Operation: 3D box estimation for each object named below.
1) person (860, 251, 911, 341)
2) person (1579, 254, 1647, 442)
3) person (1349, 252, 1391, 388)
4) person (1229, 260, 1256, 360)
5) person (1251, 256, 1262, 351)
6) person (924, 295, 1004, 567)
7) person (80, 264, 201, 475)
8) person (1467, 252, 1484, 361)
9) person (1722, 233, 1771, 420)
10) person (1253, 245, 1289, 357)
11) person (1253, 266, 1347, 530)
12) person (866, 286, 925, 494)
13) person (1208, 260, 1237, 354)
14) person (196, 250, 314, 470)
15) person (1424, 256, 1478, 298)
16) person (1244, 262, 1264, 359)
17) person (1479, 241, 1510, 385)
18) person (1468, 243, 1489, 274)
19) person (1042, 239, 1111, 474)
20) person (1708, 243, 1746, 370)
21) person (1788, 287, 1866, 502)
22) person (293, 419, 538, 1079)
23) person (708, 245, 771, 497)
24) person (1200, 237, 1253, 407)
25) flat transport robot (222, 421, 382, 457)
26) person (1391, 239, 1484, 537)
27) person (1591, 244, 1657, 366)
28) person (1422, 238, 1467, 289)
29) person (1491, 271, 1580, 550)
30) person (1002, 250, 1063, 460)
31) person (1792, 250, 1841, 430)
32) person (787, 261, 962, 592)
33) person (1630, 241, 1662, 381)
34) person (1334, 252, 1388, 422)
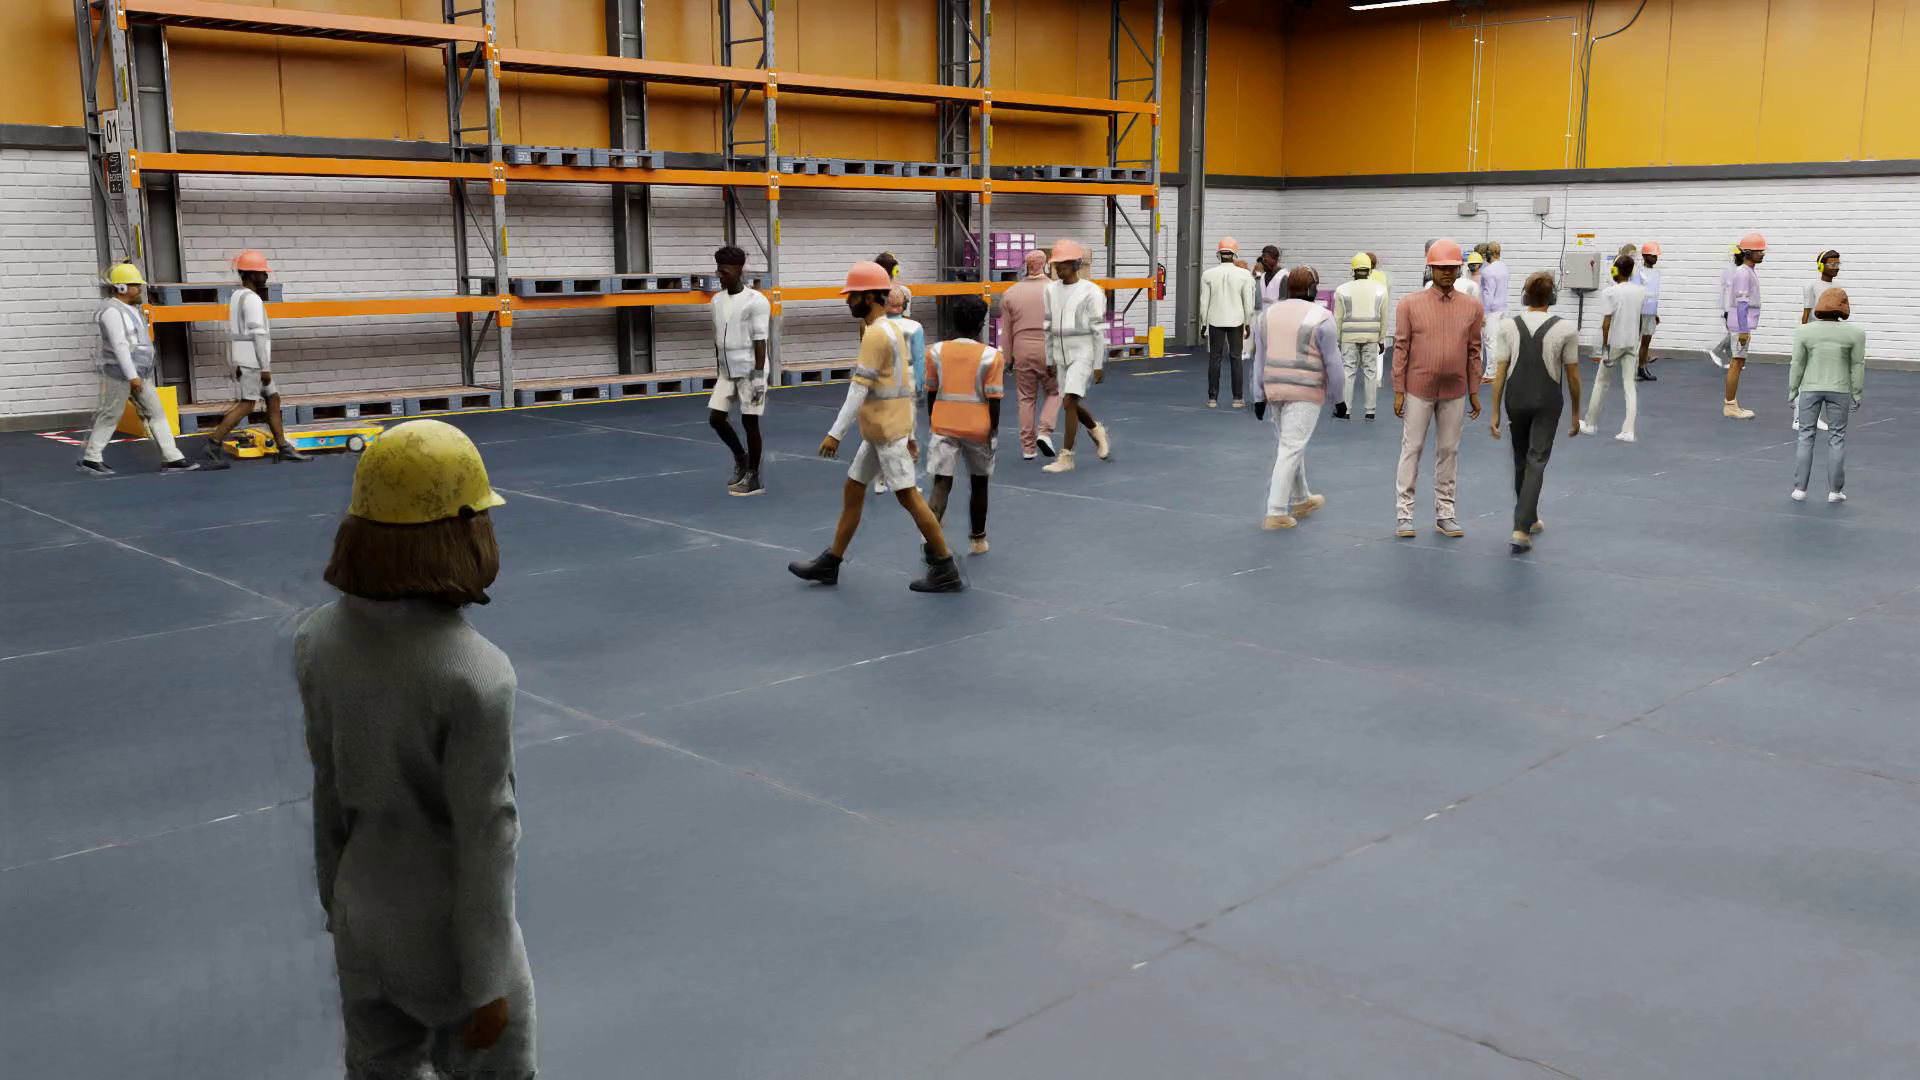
[{"bbox_3d":[-0.697,-1.768,15.667,0.512,1.867,0.330,1,10,4],"label":"person"},{"bbox_3d":[6.548,-1.924,16.617,0.520,1.830,0.929,-1,10,-7],"label":"person"},{"bbox_3d":[5.452,-2.955,22.342,0.653,1.787,0.978,-2,11,-13],"label":"person"},{"bbox_3d":[4.543,-3.722,26.976,0.511,1.623,0.342,-1,10,-8],"label":"person"},{"bbox_3d":[5.291,-4.092,28.874,0.796,1.664,0.527,7,13,35],"label":"person"},{"bbox_3d":[0.002,-0.671,10.219,0.533,1.665,0.799,3,11,14],"label":"person"},{"bbox_3d":[-7.050,-1.437,14.079,0.928,1.789,0.598,-1,10,-3],"label":"person"},{"bbox_3d":[7.627,-3.387,24.767,0.524,1.769,0.308,10,14,43],"label":"person"},{"bbox_3d":[8.693,-2.360,18.407,0.377,2.045,0.605,5,11,25],"label":"person"},{"bbox_3d":[3.890,-2.697,20.656,0.492,1.898,0.631,-5,11,-24],"label":"person"},{"bbox_3d":[2.407,-0.998,11.623,0.919,1.802,0.627,-8,13,-38],"label":"person"},{"bbox_3d":[-0.512,-1.154,12.965,0.524,1.631,0.315,5,12,26],"label":"person"},{"bbox_3d":[4.548,-3.970,28.418,0.603,1.597,0.526,1,10,4],"label":"person"},{"bbox_3d":[-6.225,-1.566,14.490,0.956,1.903,0.558,-7,13,-34],"label":"person"},{"bbox_3d":[5.189,-2.129,17.625,0.587,1.872,0.544,1,10,4],"label":"person"},{"bbox_3d":[4.953,-3.791,27.447,0.505,1.586,0.865,7,13,35],"label":"person"},{"bbox_3d":[7.214,-3.067,22.558,0.376,1.936,0.627,8,13,38],"label":"person"},{"bbox_3d":[8.179,-3.705,26.153,0.631,1.877,1.069,-4,11,-22],"label":"person"},{"bbox_3d":[1.030,-1.596,14.383,0.613,2.008,0.929,9,14,42],"label":"person"},{"bbox_3d":[11.655,-3.512,25.033,0.447,1.913,0.611,8,13,35],"label":"person"},{"bbox_3d":[6.597,-1.106,12.688,0.505,1.631,0.278,6,12,29],"label":"person"},{"bbox_3d":[-0.942,0.668,2.750,0.485,1.729,0.622,5,12,27],"label":"person"},{"bbox_3d":[-1.716,-1.304,12.905,0.615,1.947,0.414,8,13,36],"label":"person"},{"bbox_3d":[3.139,-2.559,19.620,0.611,1.996,0.379,2,11,12],"label":"person"},{"bbox_3d":[-6.087,-0.958,15.597,1.431,0.197,0.652,-7,13,-35],"label":"flat transport robot"},{"bbox_3d":[3.203,-1.010,11.175,0.609,1.995,0.378,0,10,-2],"label":"person"},{"bbox_3d":[10.343,-3.646,25.868,0.658,1.883,1.026,-9,14,-41],"label":"person"},{"bbox_3d":[6.694,-3.176,22.860,0.840,2.000,0.727,-8,13,-38],"label":"person"},{"bbox_3d":[3.758,-0.852,10.898,0.528,1.798,0.983,7,12,32],"label":"person"},{"bbox_3d":[0.700,-1.659,14.999,0.667,1.887,0.434,3,11,15],"label":"person"},{"bbox_3d":[8.925,-2.054,17.237,0.520,1.862,0.327,-5,11,-23],"label":"person"},{"bbox_3d":[-0.456,-0.629,9.438,1.025,1.882,0.550,0,10,0],"label":"person"},{"bbox_3d":[9.544,-3.174,23.130,0.551,1.936,0.357,-6,12,-29],"label":"person"},{"bbox_3d":[4.340,-2.196,18.079,0.590,1.836,0.404,0,10,2],"label":"person"}]
